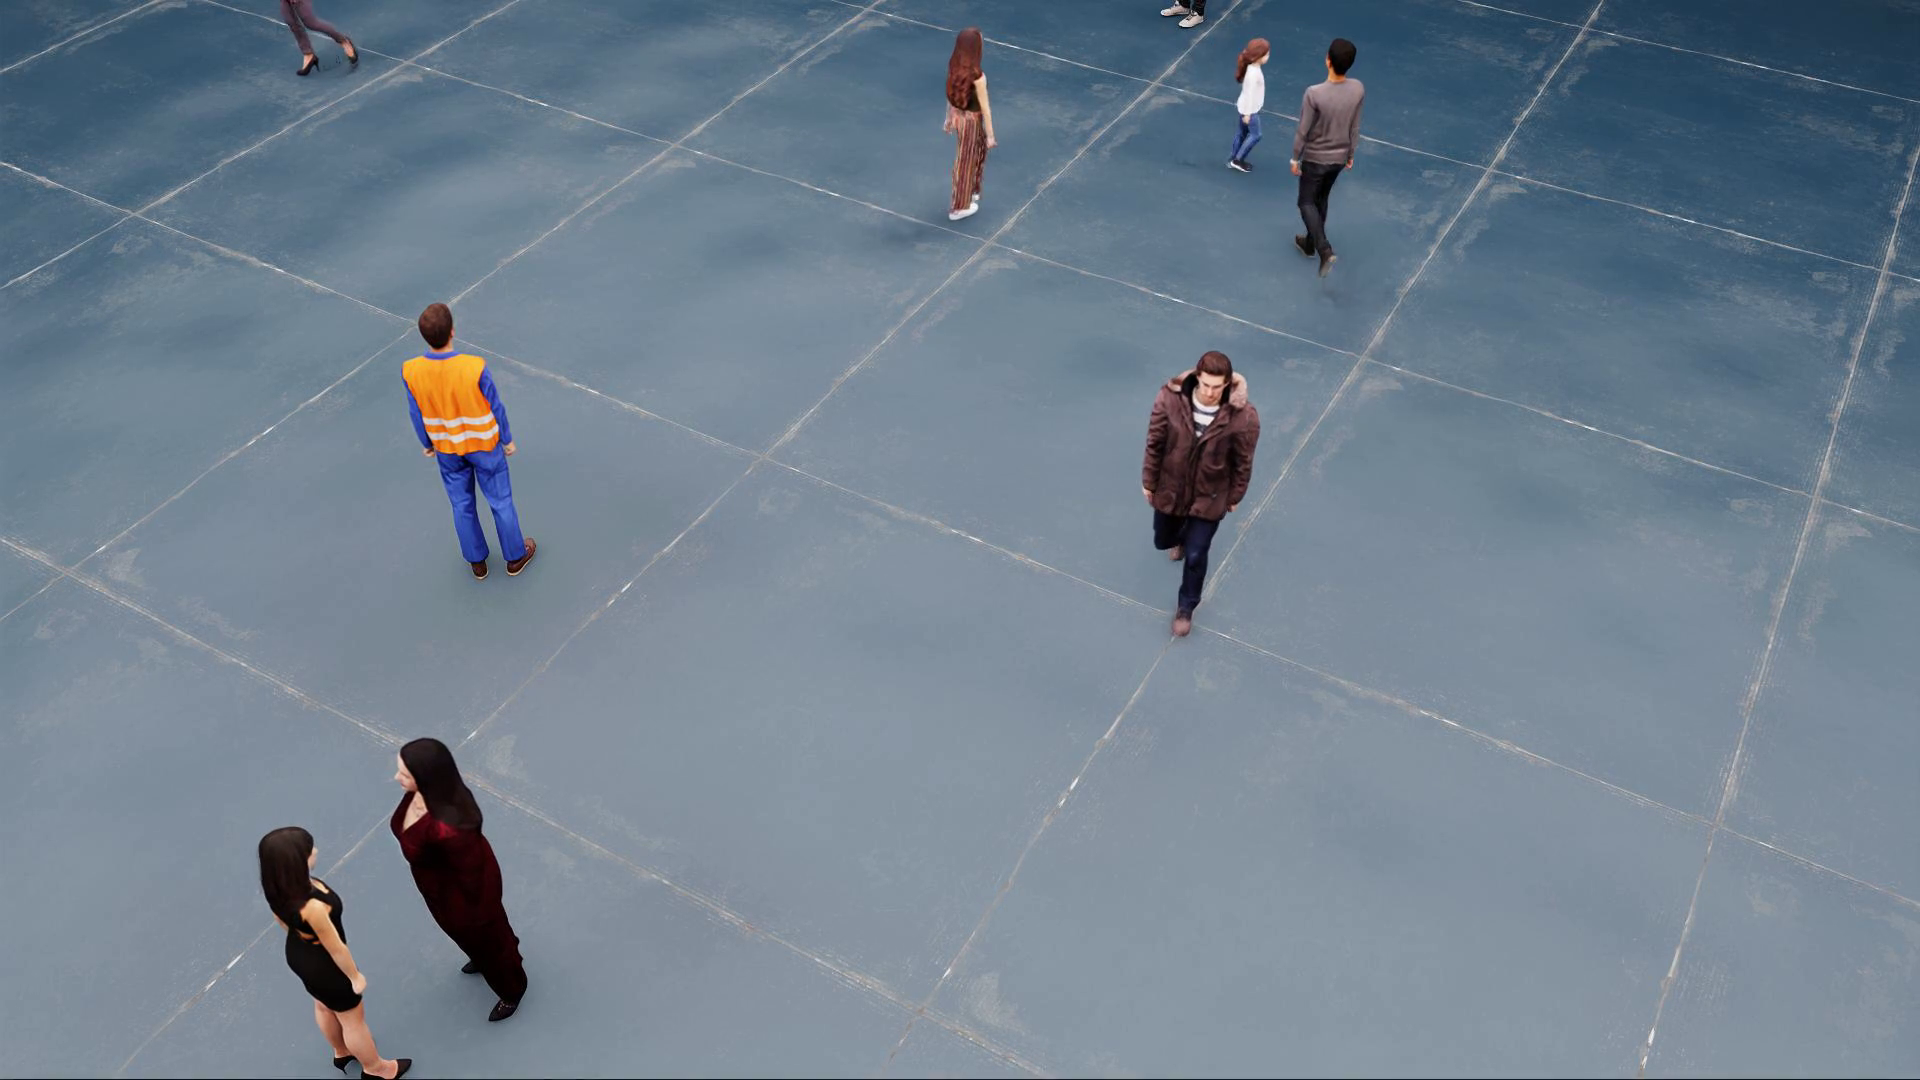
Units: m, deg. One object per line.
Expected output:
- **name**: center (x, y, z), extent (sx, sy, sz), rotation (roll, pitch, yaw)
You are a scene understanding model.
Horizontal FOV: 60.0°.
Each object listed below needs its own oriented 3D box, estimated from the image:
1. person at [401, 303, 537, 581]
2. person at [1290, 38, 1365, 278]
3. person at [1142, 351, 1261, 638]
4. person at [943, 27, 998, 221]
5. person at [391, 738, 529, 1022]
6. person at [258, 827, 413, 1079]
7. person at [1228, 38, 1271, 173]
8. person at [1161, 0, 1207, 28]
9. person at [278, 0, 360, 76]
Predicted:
- **person**: center (-2.795, -0.543, 9.437), extent (0.782, 1.864, 0.798), rotation (-2, 42, -2)
- **person**: center (2.635, -2.686, 11.882), extent (1.064, 1.750, 1.011), rotation (15, 44, 16)
- **person**: center (1.304, -0.335, 9.237), extent (0.848, 1.827, 1.031), rotation (14, 44, 15)
- **person**: center (-0.006, -3.092, 12.485), extent (0.742, 1.542, 0.689), rotation (-26, 48, -26)
- **person**: center (-2.188, 1.470, 7.301), extent (0.748, 1.757, 0.750), rotation (-25, 48, -25)
- **person**: center (-2.693, 1.788, 7.033), extent (0.573, 1.646, 0.516), rotation (27, 49, 27)
- **person**: center (2.238, -3.456, 13.213), extent (0.586, 1.101, 0.503), rotation (6, 43, 6)
- **person**: center (2.134, -5.553, 15.031), extent (0.709, 1.761, 0.701), rotation (-21, 46, -22)
- **person**: center (-5.668, -4.773, 14.256), extent (0.903, 1.648, 0.763), rotation (-33, 52, -31)
